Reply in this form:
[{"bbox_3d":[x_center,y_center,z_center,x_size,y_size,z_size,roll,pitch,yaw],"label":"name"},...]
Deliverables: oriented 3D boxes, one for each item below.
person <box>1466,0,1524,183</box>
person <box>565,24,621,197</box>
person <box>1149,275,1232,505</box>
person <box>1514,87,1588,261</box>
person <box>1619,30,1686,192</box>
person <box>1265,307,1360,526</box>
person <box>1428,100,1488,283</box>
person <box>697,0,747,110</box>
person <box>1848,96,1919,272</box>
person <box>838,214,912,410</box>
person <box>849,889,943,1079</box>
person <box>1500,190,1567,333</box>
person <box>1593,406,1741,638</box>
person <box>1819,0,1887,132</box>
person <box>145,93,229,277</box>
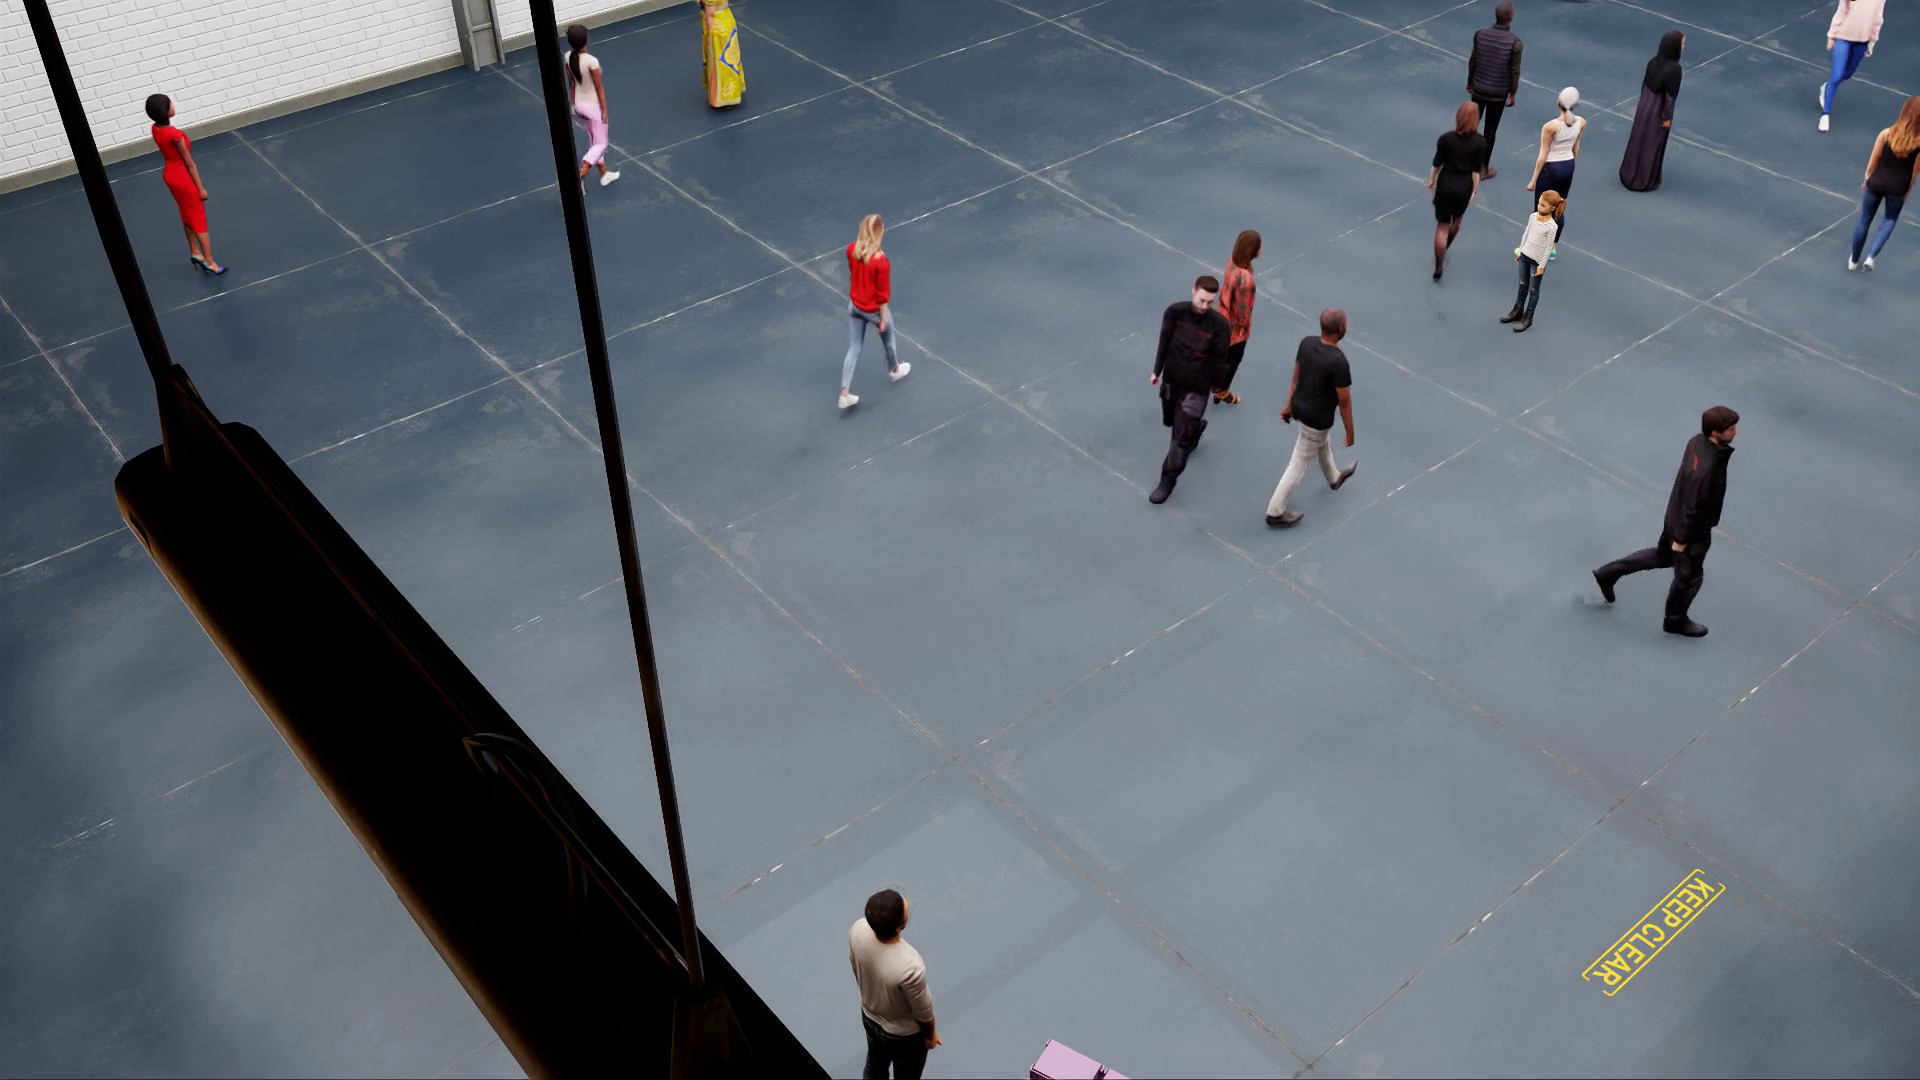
[{"bbox_3d":[5.353,-4.544,16.816,0.723,1.835,0.610,30,47,32],"label":"person"},{"bbox_3d":[-3.731,-4.245,16.528,0.777,1.728,1.052,21,43,24],"label":"person"},{"bbox_3d":[1.752,-1.224,12.629,0.881,1.873,1.250,27,46,30],"label":"person"},{"bbox_3d":[5.534,-3.382,15.467,0.603,1.702,0.729,-11,40,-13],"label":"person"},{"bbox_3d":[6.986,-4.328,16.723,0.725,1.615,0.706,-9,40,-11],"label":"person"},{"bbox_3d":[2.527,-0.855,12.265,1.252,1.750,0.882,-17,42,-21],"label":"person"},{"bbox_3d":[4.510,-3.145,15.196,0.945,1.672,1.058,8,39,9],"label":"person"},{"bbox_3d":[-2.651,-5.595,18.277,1.080,1.655,0.997,6,39,7],"label":"person"},{"bbox_3d":[8.486,-3.202,15.234,0.695,1.713,0.781,21,43,24],"label":"person"},{"bbox_3d":[-0.803,-1.829,13.555,0.834,1.663,1.175,24,44,27],"label":"person"},{"bbox_3d":[-0.333,2.350,8.202,0.681,1.812,0.605,28,46,30],"label":"person"},{"bbox_3d":[5.061,-2.471,14.637,0.545,1.316,0.510,-18,42,-22],"label":"person"},{"bbox_3d":[4.859,-0.140,11.316,1.096,1.818,1.144,14,41,17],"label":"person"},{"bbox_3d":[9.583,-5.363,17.919,1.055,1.738,1.192,8,39,9],"label":"person"},{"bbox_3d":[-7.136,-3.259,15.282,0.610,1.742,0.573,24,45,27],"label":"person"}]
